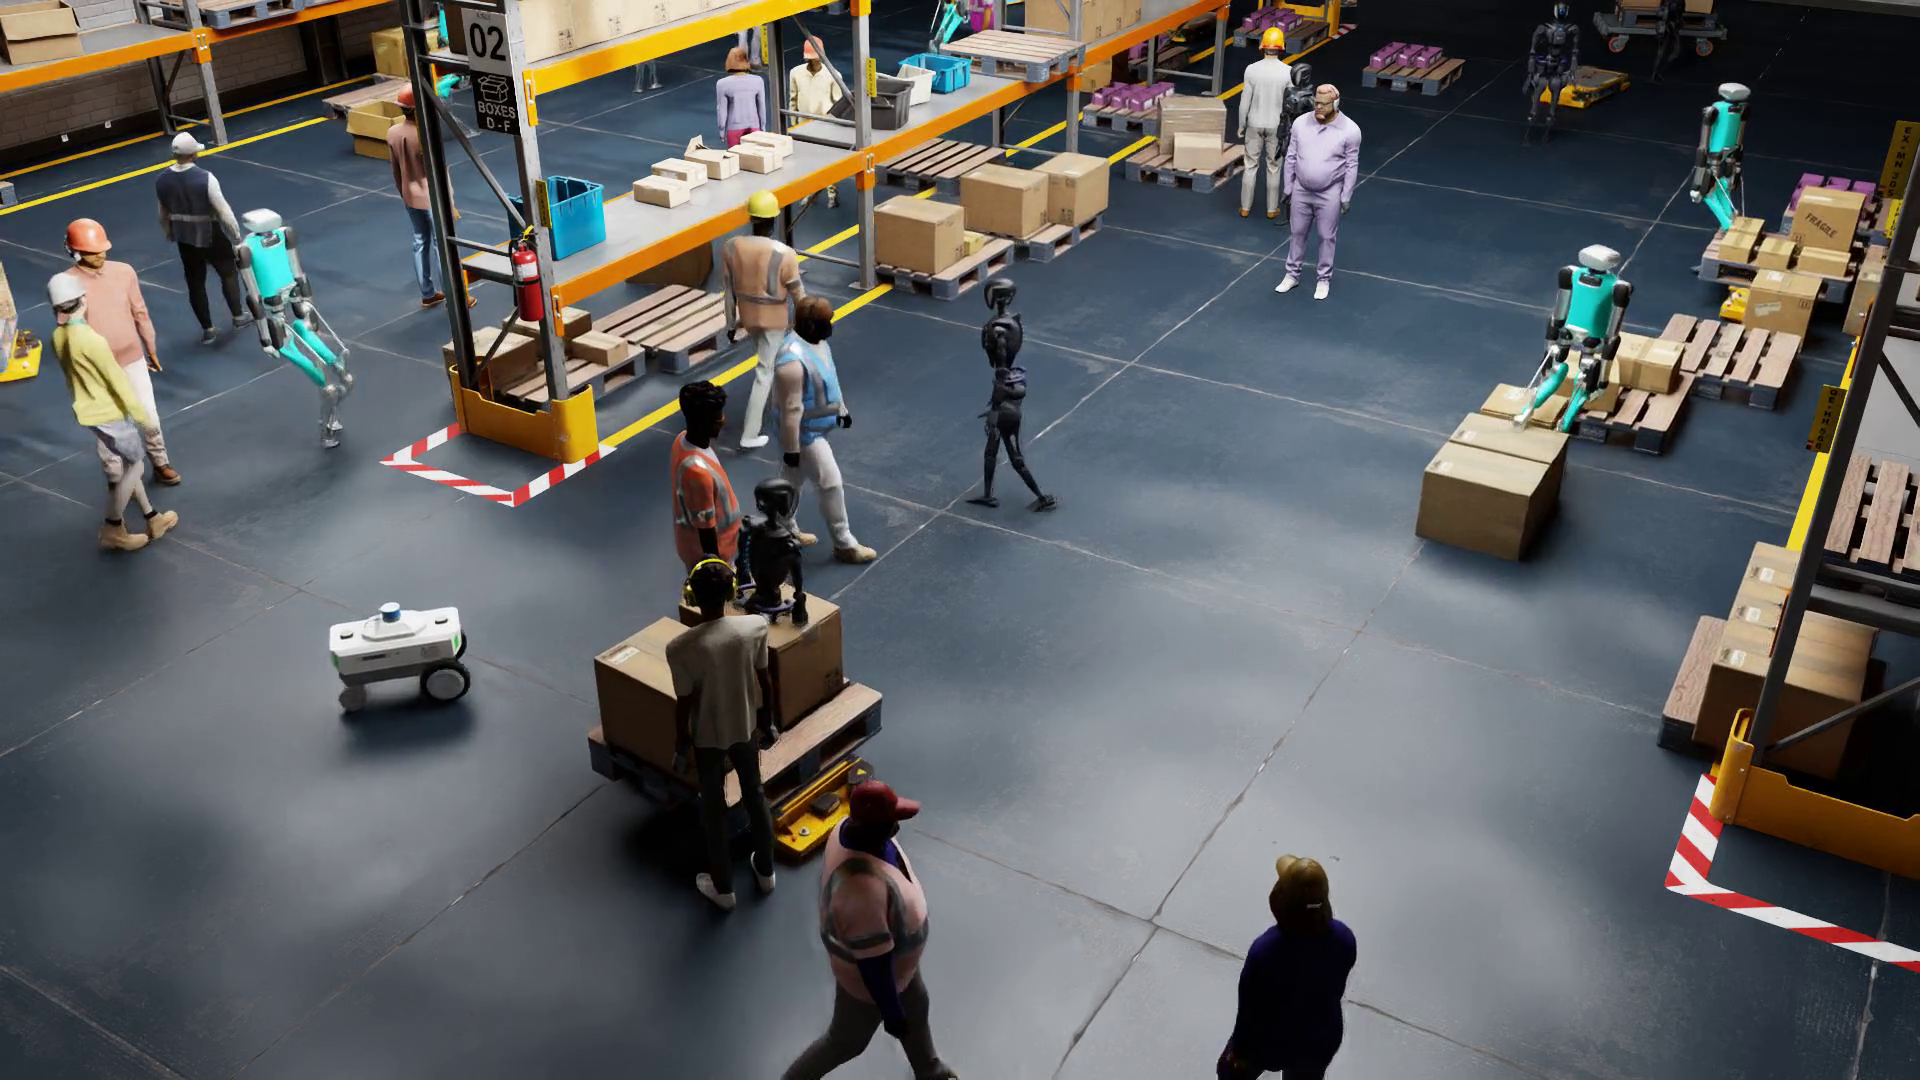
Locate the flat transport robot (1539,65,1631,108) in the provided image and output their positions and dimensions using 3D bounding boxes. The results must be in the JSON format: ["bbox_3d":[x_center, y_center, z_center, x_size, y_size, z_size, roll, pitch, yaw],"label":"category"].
[{"bbox_3d":[7.921,-5.759,21.129,0.659,0.231,1.431,24,37,36],"label":"flat transport robot"}]

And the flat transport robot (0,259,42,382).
[{"bbox_3d":[-8.242,-1.409,13.434,1.431,0.231,0.659,-11,31,-19],"label":"flat transport robot"}]

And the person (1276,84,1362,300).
[{"bbox_3d":[3.155,-3.076,14.720,0.650,1.905,0.406,16,33,25],"label":"person"}]

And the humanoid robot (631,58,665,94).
[{"bbox_3d":[-3.958,-6.526,21.005,0.573,1.783,0.866,0,29,0],"label":"humanoid robot"}]

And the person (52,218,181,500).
[{"bbox_3d":[-5.798,-1.248,11.412,0.402,1.986,0.620,23,37,34],"label":"person"}]

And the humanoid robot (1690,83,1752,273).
[{"bbox_3d":[6.987,-3.149,15.103,0.531,1.870,0.727,-13,32,-22],"label":"humanoid robot"}]

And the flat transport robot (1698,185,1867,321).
[{"bbox_3d":[7.293,-2.244,14.912,0.659,0.231,1.431,16,33,27],"label":"flat transport robot"}]

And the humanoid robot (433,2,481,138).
[{"bbox_3d":[-5.994,-5.339,18.940,0.531,1.777,1.001,24,37,35],"label":"humanoid robot"}]

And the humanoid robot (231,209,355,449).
[{"bbox_3d":[-4.733,-1.492,12.084,0.756,1.792,0.531,14,32,23],"label":"humanoid robot"}]

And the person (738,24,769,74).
[{"bbox_3d":[-2.751,-7.004,21.675,0.656,1.907,0.382,-26,38,-37],"label":"person"}]

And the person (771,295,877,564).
[{"bbox_3d":[-0.874,-0.708,10.629,0.833,1.802,0.657,3,30,5],"label":"person"}]

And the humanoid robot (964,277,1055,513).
[{"bbox_3d":[0.337,-0.959,11.252,0.522,1.653,0.625,3,30,5],"label":"humanoid robot"}]

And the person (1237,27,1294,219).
[{"bbox_3d":[3.064,-4.155,16.640,0.570,1.898,0.349,7,30,12],"label":"person"}]

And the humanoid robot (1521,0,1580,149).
[{"bbox_3d":[6.690,-5.265,18.819,0.591,1.656,0.329,0,29,0],"label":"humanoid robot"}]

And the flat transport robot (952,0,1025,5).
[{"bbox_3d":[0.619,-8.489,25.959,1.431,0.231,0.659,-22,36,-34],"label":"flat transport robot"}]

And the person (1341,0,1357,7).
[{"bbox_3d":[6.025,-9.110,25.548,0.340,1.751,0.562,2,30,3],"label":"person"}]

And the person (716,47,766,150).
[{"bbox_3d":[-2.221,-4.195,16.982,0.499,1.627,0.290,-9,31,-15],"label":"person"}]

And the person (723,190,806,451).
[{"bbox_3d":[-1.421,-1.640,12.218,0.599,1.869,1.028,14,32,23],"label":"person"}]

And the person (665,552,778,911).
[{"bbox_3d":[-1.098,0.898,7.728,0.527,1.868,0.312,-17,34,-27],"label":"person"}]

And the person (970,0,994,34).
[{"bbox_3d":[0.266,-6.361,20.590,0.345,1.847,0.514,-3,30,-6],"label":"person"}]

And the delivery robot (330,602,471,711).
[{"bbox_3d":[-3.188,0.641,9.537,0.803,0.614,0.499,-9,31,-15],"label":"delivery robot"}]

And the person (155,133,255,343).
[{"bbox_3d":[-6.334,-2.570,13.997,0.774,1.729,0.711,1,29,2],"label":"person"}]

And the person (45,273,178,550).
[{"bbox_3d":[-5.500,-0.808,10.750,0.574,1.862,0.579,17,33,27],"label":"person"}]

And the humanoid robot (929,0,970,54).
[{"bbox_3d":[-0.234,-6.841,21.648,0.821,1.870,0.550,-23,37,-35],"label":"humanoid robot"}]

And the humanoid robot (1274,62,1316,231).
[{"bbox_3d":[3.317,-3.857,16.329,0.323,1.651,0.593,-14,32,-23],"label":"humanoid robot"}]

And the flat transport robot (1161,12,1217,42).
[{"bbox_3d":[3.288,-7.486,24.184,0.659,0.231,1.431,17,34,27],"label":"flat transport robot"}]

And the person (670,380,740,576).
[{"bbox_3d":[-1.380,0.035,9.161,0.368,1.962,0.602,-8,30,-14],"label":"person"}]

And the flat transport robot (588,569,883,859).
[{"bbox_3d":[-1.166,1.190,8.837,1.431,0.231,0.659,20,35,32],"label":"flat transport robot"}]

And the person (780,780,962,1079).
[{"bbox_3d":[-0.380,1.653,6.549,0.898,1.719,0.616,1,30,2],"label":"person"}]

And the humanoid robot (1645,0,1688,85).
[{"bbox_3d":[9.125,-6.671,21.309,0.329,1.645,0.611,25,38,37],"label":"humanoid robot"}]

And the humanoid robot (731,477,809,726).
[{"bbox_3d":[-1.017,0.435,8.769,0.628,1.632,0.590,-26,38,-38],"label":"humanoid robot"}]

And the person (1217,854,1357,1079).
[{"bbox_3d":[1.219,1.858,6.285,0.473,1.612,0.393,-8,30,-14],"label":"person"}]

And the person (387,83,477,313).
[{"bbox_3d":[-4.612,-2.957,14.420,0.610,1.995,0.375,16,33,25],"label":"person"}]

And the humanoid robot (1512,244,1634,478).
[{"bbox_3d":[4.053,-1.081,11.411,1.009,1.780,0.530,-22,36,-34],"label":"humanoid robot"}]

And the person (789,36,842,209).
[{"bbox_3d":[-1.473,-4.255,16.969,0.562,1.743,0.337,6,30,11],"label":"person"}]
